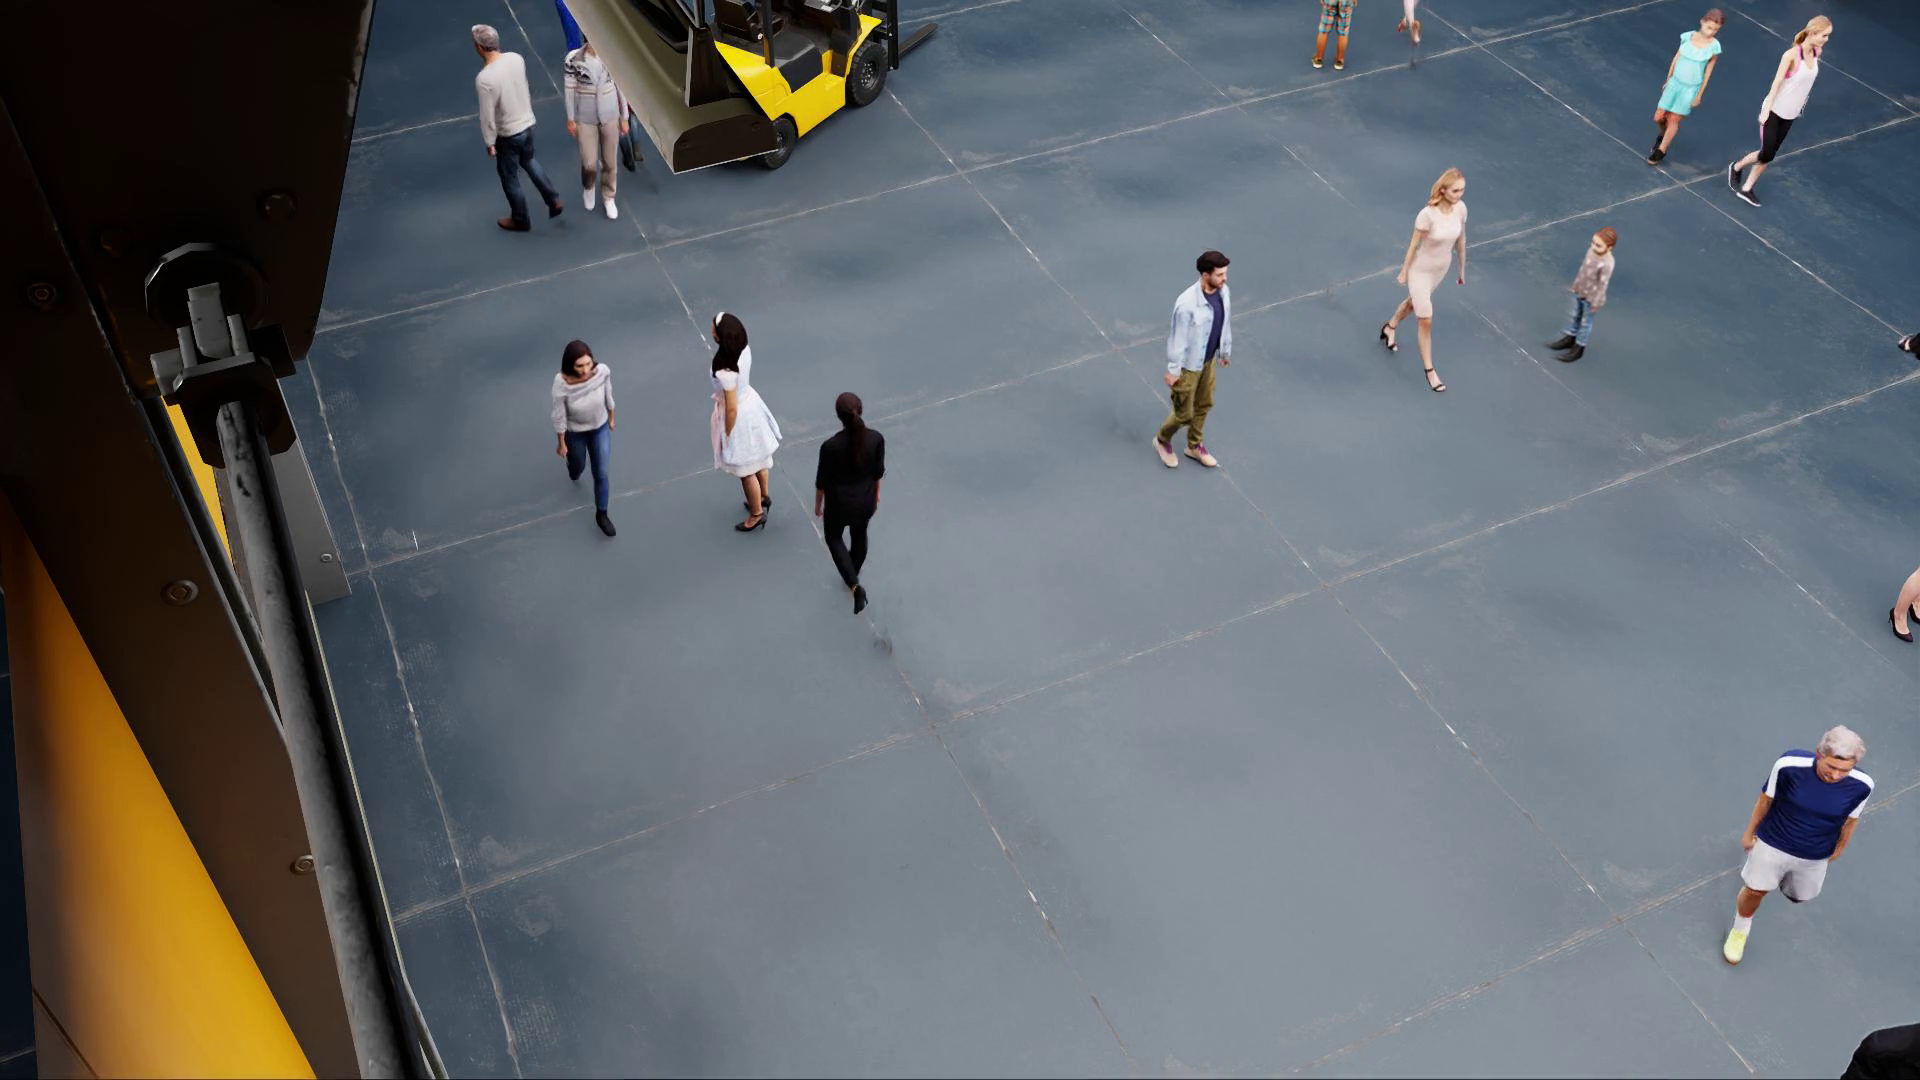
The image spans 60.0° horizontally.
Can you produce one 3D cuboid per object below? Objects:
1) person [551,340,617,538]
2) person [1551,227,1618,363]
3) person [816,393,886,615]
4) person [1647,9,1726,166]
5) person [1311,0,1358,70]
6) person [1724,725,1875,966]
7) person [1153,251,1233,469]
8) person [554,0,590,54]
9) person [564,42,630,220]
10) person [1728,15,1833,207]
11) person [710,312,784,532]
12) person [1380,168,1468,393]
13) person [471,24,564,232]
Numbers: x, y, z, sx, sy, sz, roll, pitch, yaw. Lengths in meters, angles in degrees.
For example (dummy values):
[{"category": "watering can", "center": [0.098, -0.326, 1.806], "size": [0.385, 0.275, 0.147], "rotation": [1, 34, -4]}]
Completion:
[{"category": "person", "center": [-2.636, -0.791, 11.589], "size": [0.719, 1.602, 1.007], "rotation": [-22, 48, -22]}, {"category": "person", "center": [4.974, -1.957, 13.110], "size": [0.569, 1.193, 0.449], "rotation": [-11, 45, -11]}, {"category": "person", "center": [-0.690, -0.189, 10.931], "size": [0.658, 1.639, 0.843], "rotation": [-19, 47, -19]}, {"category": "person", "center": [6.652, -4.148, 15.158], "size": [0.714, 1.539, 0.636], "rotation": [-29, 51, -27]}, {"category": "person", "center": [3.770, -5.391, 16.521], "size": [0.592, 1.460, 0.628], "rotation": [6, 44, 6]}, {"category": "person", "center": [4.496, 1.556, 8.971], "size": [0.989, 1.815, 1.040], "rotation": [13, 45, 13]}, {"category": "person", "center": [1.656, -1.313, 11.990], "size": [0.805, 1.804, 0.800], "rotation": [-31, 52, -29]}, {"category": "person", "center": [-3.789, -5.390, 16.381], "size": [0.784, 1.651, 1.179], "rotation": [-9, 44, -10]}, {"category": "person", "center": [-3.172, -3.729, 14.501], "size": [0.759, 1.840, 0.677], "rotation": [-11, 45, -11]}, {"category": "person", "center": [7.148, -3.803, 14.627], "size": [0.633, 1.772, 0.670], "rotation": [-16, 46, -16]}, {"category": "person", "center": [-1.510, -0.799, 11.442], "size": [0.914, 1.815, 0.845], "rotation": [8, 44, 8]}, {"category": "person", "center": [3.559, -2.089, 12.829], "size": [0.629, 1.771, 1.101], "rotation": [-16, 46, -16]}, {"category": "person", "center": [-3.770, -3.494, 14.215], "size": [1.024, 1.894, 0.965], "rotation": [18, 46, 18]}]
